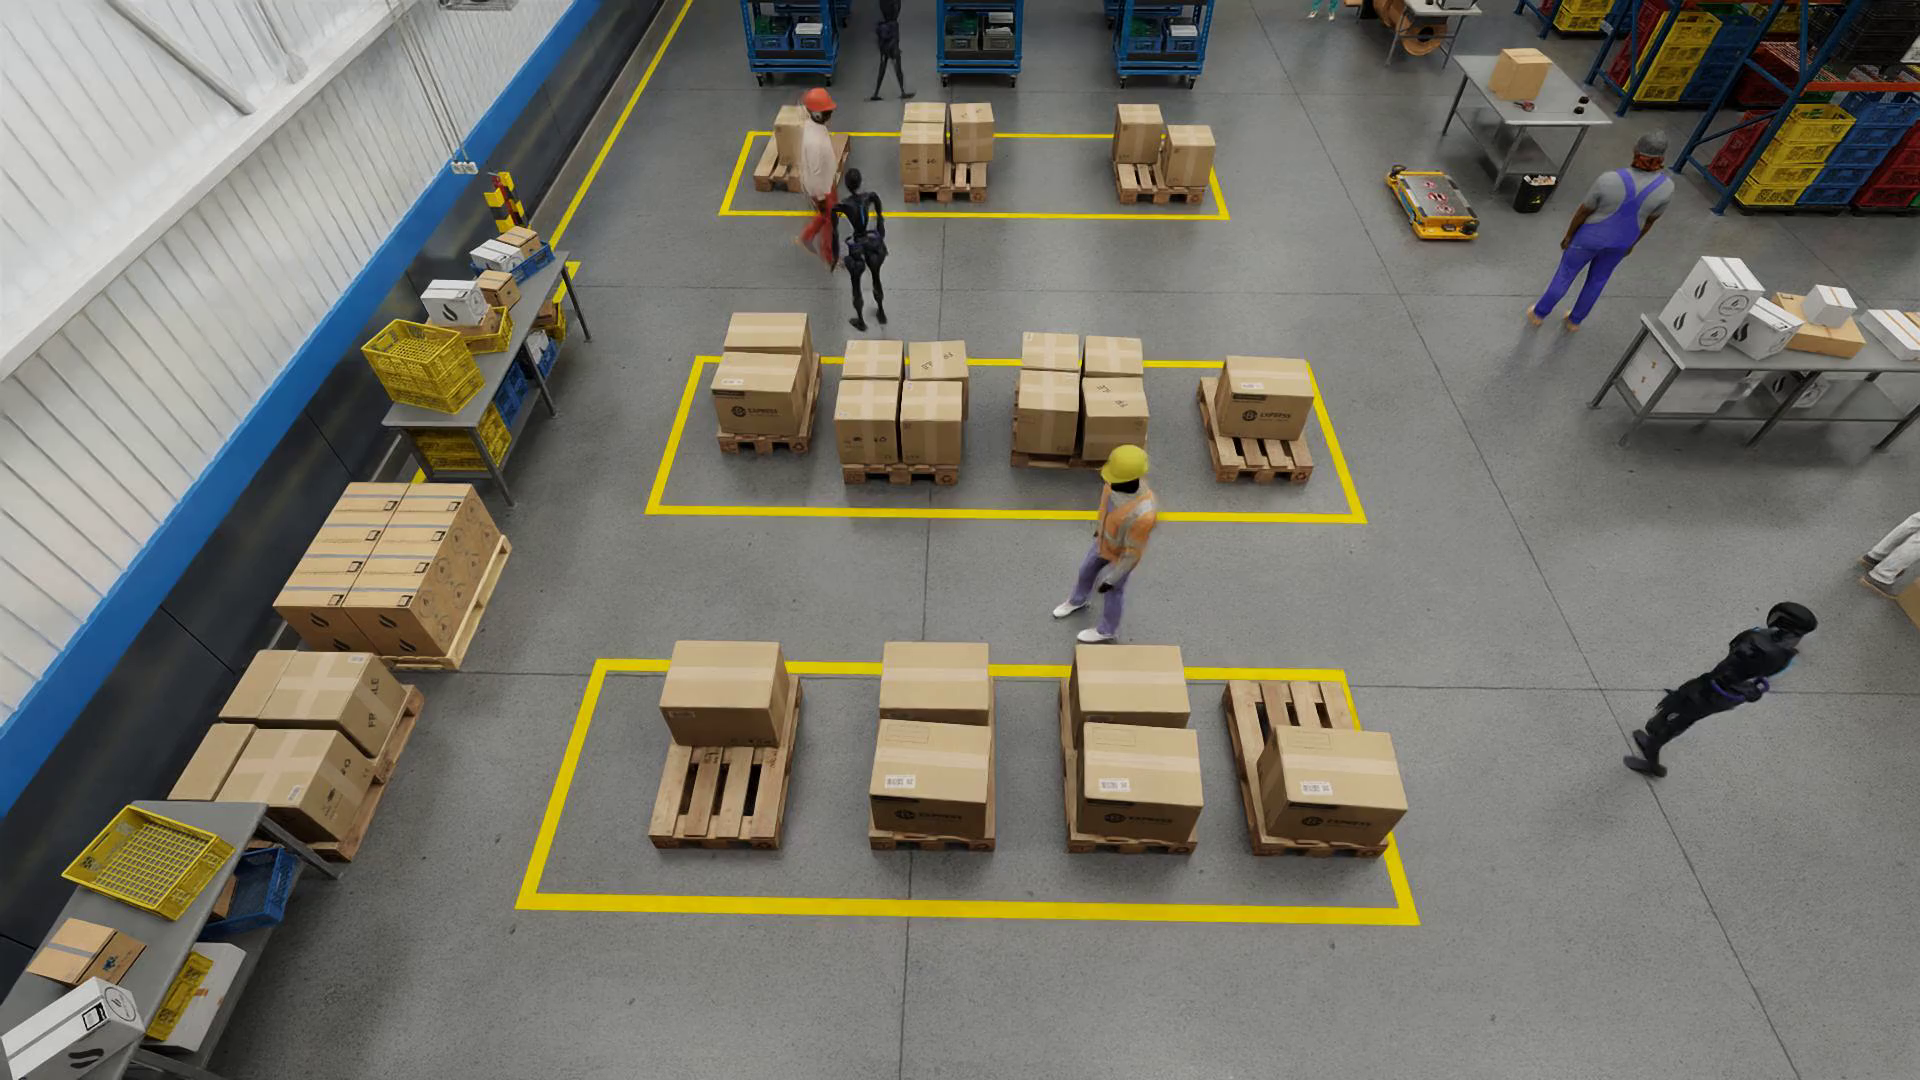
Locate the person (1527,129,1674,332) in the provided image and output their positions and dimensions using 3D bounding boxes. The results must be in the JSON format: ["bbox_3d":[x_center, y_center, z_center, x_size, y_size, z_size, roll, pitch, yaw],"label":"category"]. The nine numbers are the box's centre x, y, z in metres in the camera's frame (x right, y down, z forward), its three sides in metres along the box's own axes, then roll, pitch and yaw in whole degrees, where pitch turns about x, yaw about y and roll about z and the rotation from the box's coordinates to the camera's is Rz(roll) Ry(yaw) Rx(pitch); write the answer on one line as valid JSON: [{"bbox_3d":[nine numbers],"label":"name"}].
[{"bbox_3d":[6.282,-2.994,8.954,0.680,2.000,0.536,13,50,11],"label":"person"}]

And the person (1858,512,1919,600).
[{"bbox_3d":[7.453,-0.313,6.736,0.337,1.882,0.583,27,54,22],"label":"person"}]

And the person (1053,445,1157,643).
[{"bbox_3d":[1.037,0.067,6.391,0.480,1.911,0.592,-17,51,-14],"label":"person"}]

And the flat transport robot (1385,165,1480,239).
[{"bbox_3d":[5.692,-4.094,11.059,0.652,0.197,1.431,1,49,1],"label":"flat transport robot"}]

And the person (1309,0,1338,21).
[{"bbox_3d":[6.017,-9.218,14.521,0.532,1.766,0.325,13,50,11],"label":"person"}]

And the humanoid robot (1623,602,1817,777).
[{"bbox_3d":[4.774,0.970,5.766,0.597,1.654,0.371,-13,50,-11],"label":"humanoid robot"}]

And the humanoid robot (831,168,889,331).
[{"bbox_3d":[-0.977,-2.869,9.077,0.609,1.656,0.326,-23,53,-19],"label":"humanoid robot"}]

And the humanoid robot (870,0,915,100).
[{"bbox_3d":[-0.981,-6.879,12.589,0.541,1.659,0.618,-21,52,-17],"label":"humanoid robot"}]

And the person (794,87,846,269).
[{"bbox_3d":[-1.495,-3.755,9.653,0.551,1.974,0.611,-1,49,-1],"label":"person"}]
